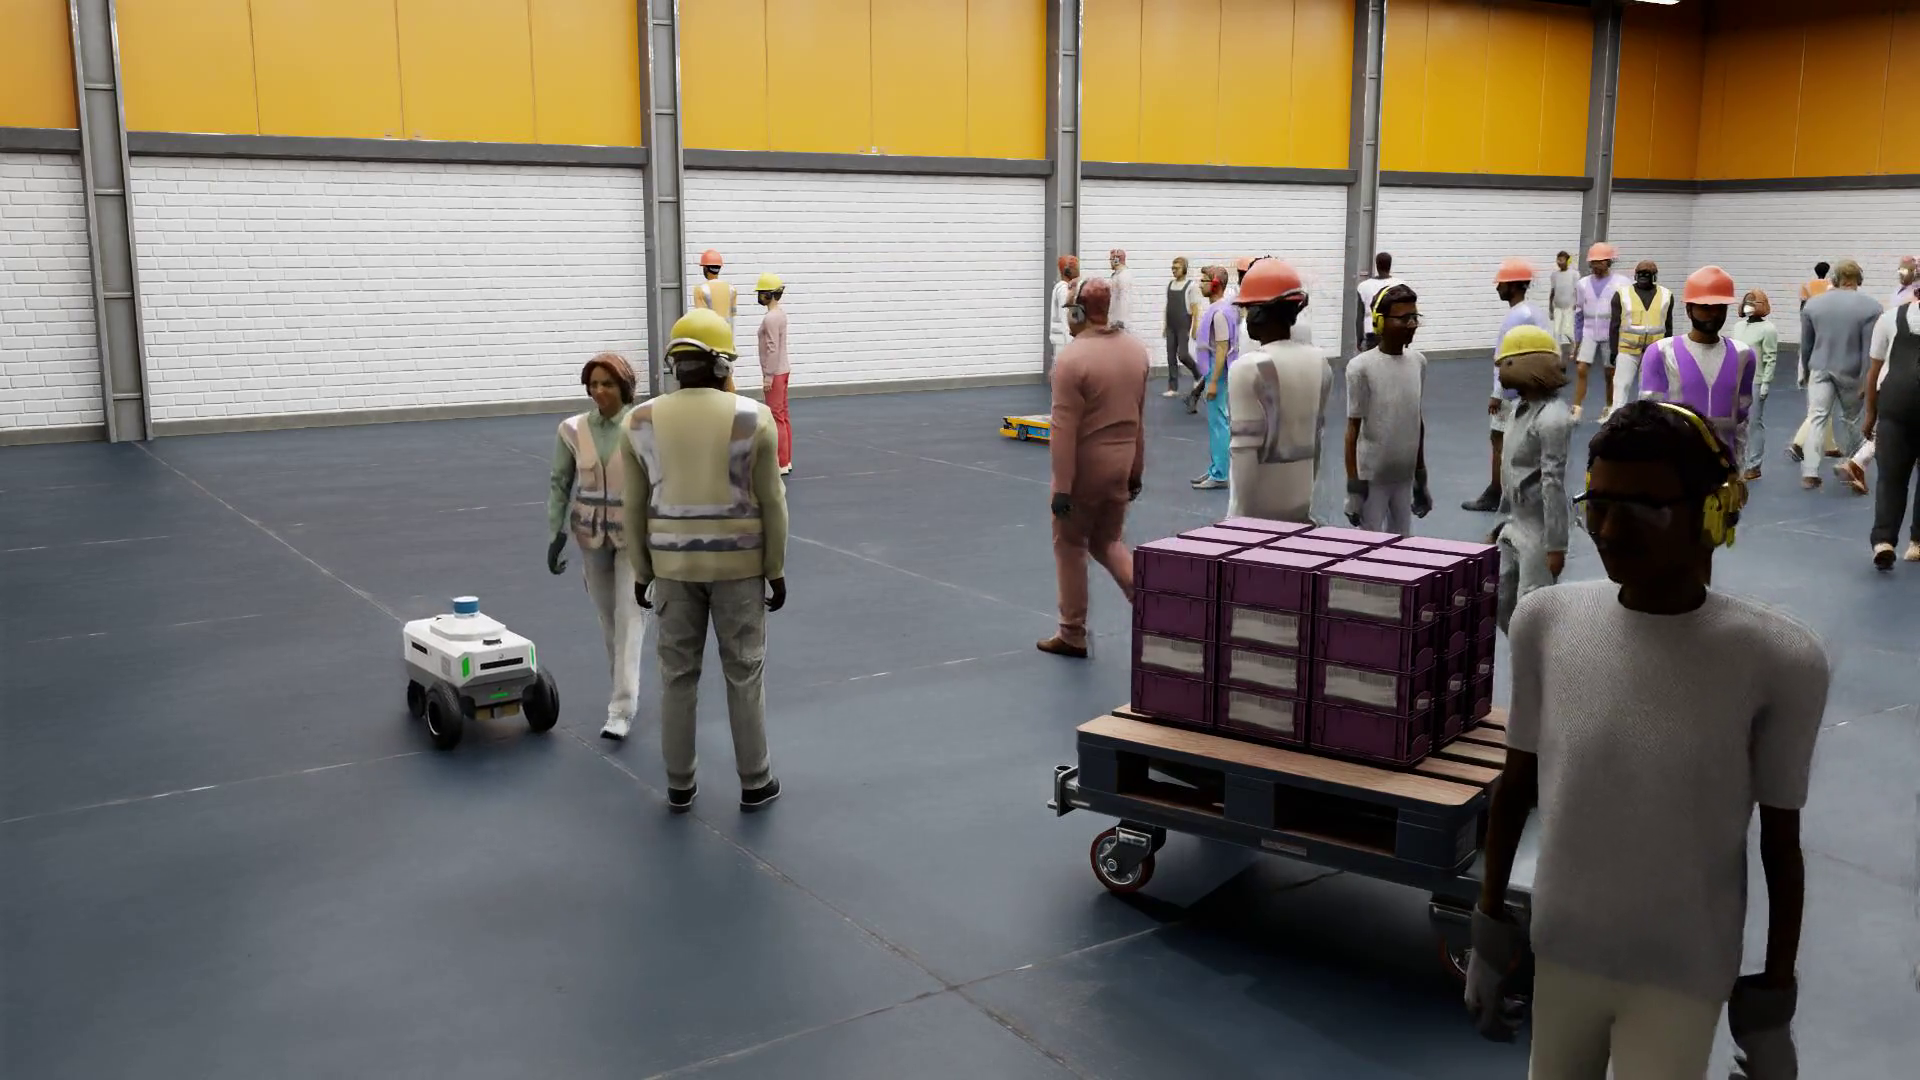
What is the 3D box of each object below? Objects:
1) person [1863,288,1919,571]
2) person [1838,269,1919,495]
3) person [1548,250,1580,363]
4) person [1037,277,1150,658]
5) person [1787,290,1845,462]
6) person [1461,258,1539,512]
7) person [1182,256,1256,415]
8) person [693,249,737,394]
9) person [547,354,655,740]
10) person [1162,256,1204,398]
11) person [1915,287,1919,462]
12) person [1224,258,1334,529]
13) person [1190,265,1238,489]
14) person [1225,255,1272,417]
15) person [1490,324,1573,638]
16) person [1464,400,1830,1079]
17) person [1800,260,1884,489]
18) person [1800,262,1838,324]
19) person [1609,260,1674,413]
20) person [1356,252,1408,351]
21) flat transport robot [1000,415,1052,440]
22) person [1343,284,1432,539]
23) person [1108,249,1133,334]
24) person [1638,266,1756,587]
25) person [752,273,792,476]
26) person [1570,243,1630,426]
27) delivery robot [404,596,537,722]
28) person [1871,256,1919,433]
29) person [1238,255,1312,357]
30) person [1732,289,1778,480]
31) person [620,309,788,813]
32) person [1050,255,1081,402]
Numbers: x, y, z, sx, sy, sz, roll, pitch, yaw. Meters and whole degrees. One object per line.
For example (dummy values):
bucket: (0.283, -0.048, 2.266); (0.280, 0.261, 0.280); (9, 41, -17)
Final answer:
person: (6.013, -0.816, 10.347); (0.691, 2.000, 1.040); (6, 12, 29)
person: (7.558, -1.286, 13.195); (0.904, 1.954, 0.601); (-2, 10, -8)
person: (9.801, -3.745, 26.891); (0.559, 1.858, 0.511); (10, 14, 43)
person: (0.678, -0.329, 8.073); (0.648, 1.887, 0.636); (-10, 14, -43)
person: (8.017, -1.522, 15.452); (0.852, 1.596, 0.509); (-5, 11, -25)
person: (4.175, -1.149, 12.498); (0.639, 1.922, 0.567); (5, 11, 25)
person: (3.047, -2.336, 19.196); (0.972, 1.875, 0.559); (5, 11, 24)
person: (-2.659, -2.156, 17.970); (0.543, 1.939, 0.360); (-10, 14, -44)
person: (-1.476, 0.019, 7.005); (0.530, 1.591, 0.838); (2, 10, 10)
person: (2.894, -2.770, 21.643); (0.606, 1.829, 0.513); (-9, 14, -41)
person: (8.944, -1.601, 15.432); (0.536, 1.748, 0.430); (2, 11, 13)
person: (1.332, -0.160, 6.888); (0.625, 2.000, 1.042); (-8, 13, -39)
person: (2.121, -1.338, 13.735); (0.389, 1.847, 0.563); (1, 10, 7)
person: (3.258, -2.260, 18.726); (0.689, 1.880, 0.630); (3, 11, 14)
person: (2.414, -0.032, 6.932); (0.418, 1.720, 0.555); (0, 10, 1)
person: (1.114, 0.688, 2.716); (0.492, 1.844, 0.791); (10, 14, 42)
person: (7.334, -1.383, 13.902); (0.628, 1.875, 0.984); (8, 13, 36)
person: (13.534, -3.523, 26.176); (0.547, 1.669, 0.682); (9, 14, 41)
person: (6.984, -1.940, 17.070); (0.625, 1.839, 0.430); (2, 10, 9)
person: (4.936, -2.418, 19.487); (0.619, 1.902, 0.644); (4, 11, 23)
flat transport robot: (1.077, -1.120, 16.864); (0.652, 0.197, 1.431); (-7, 12, -33)
person: (2.023, -0.270, 7.859); (0.514, 1.866, 0.335); (-7, 12, -32)
person: (2.229, -3.140, 23.465); (0.399, 1.905, 0.643); (0, 10, 0)
person: (3.558, -0.348, 8.061); (0.543, 1.939, 0.359); (0, 10, 0)
person: (-1.643, -1.441, 14.524); (0.317, 1.767, 0.535); (1, 10, 4)
person: (6.946, -2.217, 18.134); (0.629, 2.003, 0.934); (9, 14, 40)
delivery robot: (-2.081, 0.483, 7.043); (0.477, 0.478, 0.707); (-8, 13, -37)
person: (10.022, -2.051, 17.545); (0.589, 1.881, 0.656); (1, 10, 8)
person: (1.899, -0.776, 10.332); (0.367, 1.966, 0.603); (-6, 12, -31)
person: (6.770, -1.335, 14.300); (0.275, 1.636, 0.507); (-3, 11, -16)
person: (-0.904, 0.087, 5.994); (0.586, 1.823, 0.403); (0, 10, 2)
person: (1.154, -2.158, 18.189); (0.337, 1.879, 0.640); (0, 10, 0)
